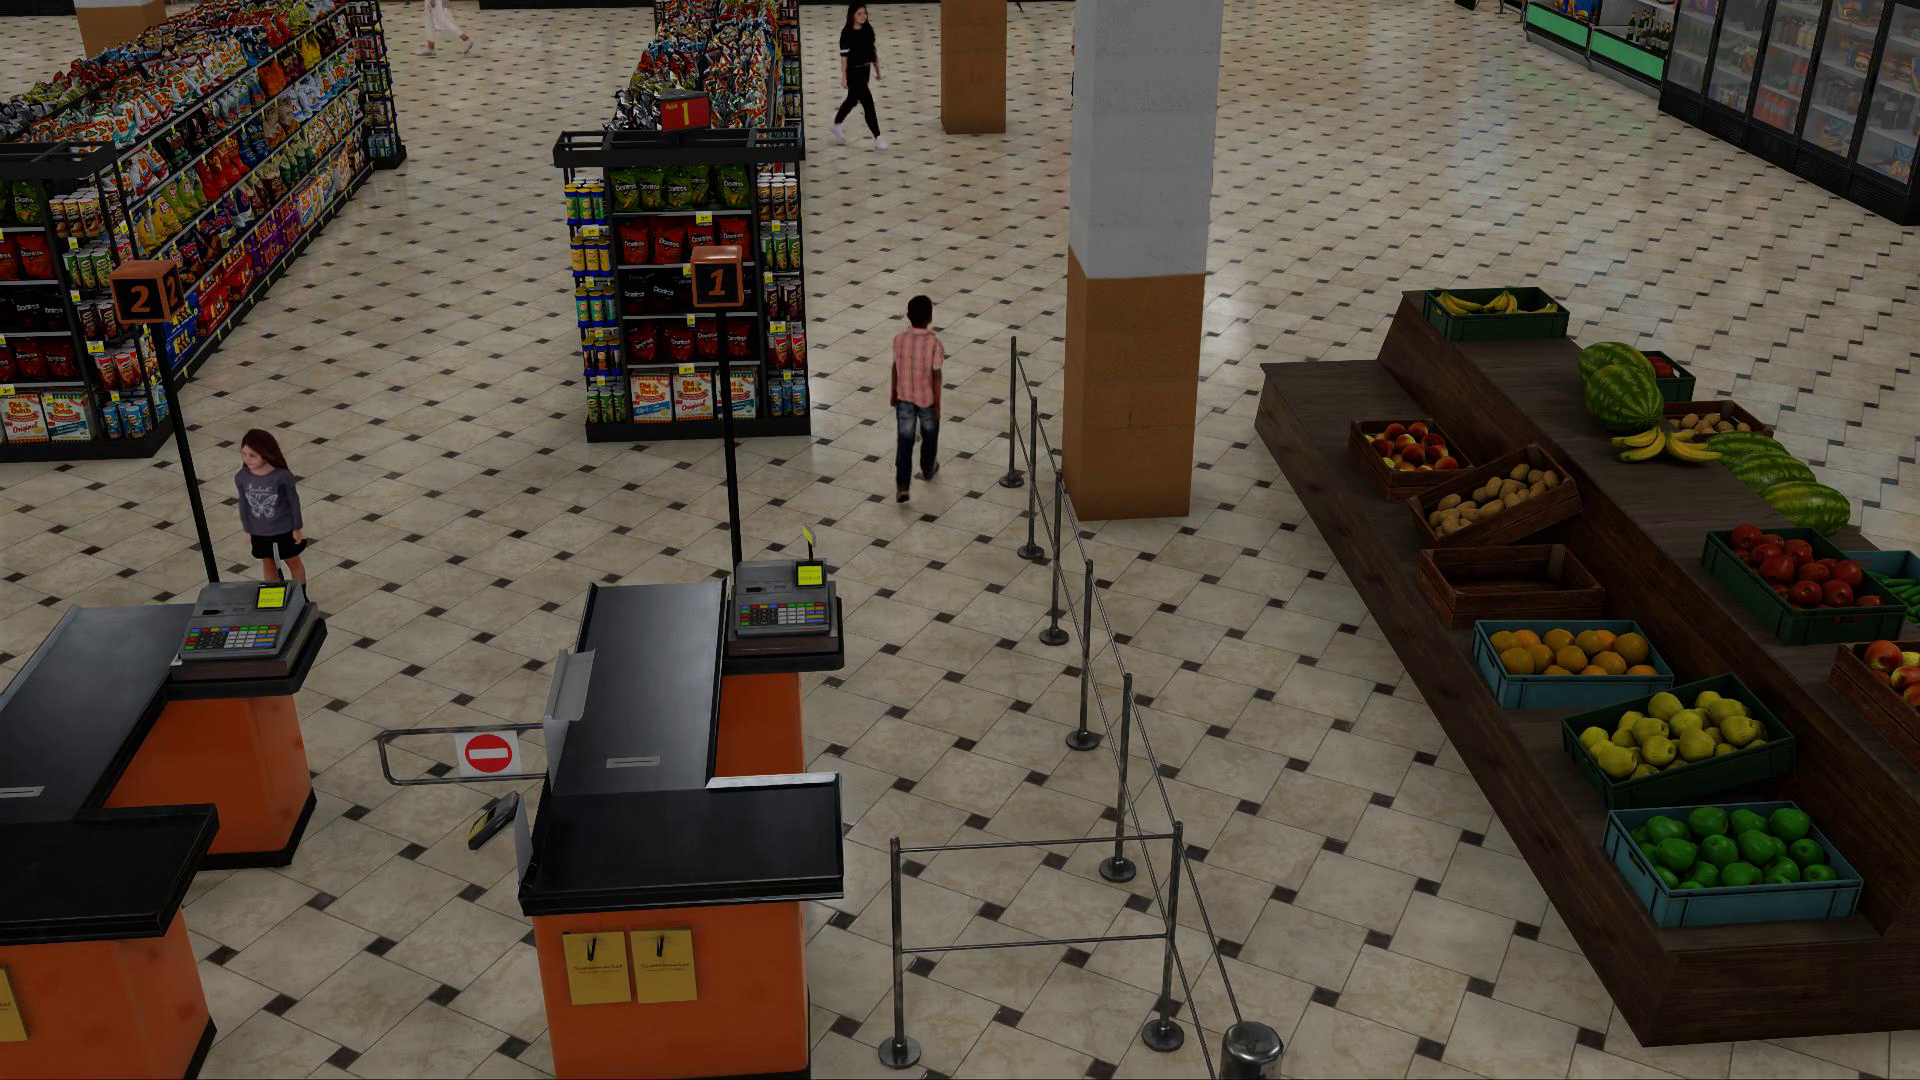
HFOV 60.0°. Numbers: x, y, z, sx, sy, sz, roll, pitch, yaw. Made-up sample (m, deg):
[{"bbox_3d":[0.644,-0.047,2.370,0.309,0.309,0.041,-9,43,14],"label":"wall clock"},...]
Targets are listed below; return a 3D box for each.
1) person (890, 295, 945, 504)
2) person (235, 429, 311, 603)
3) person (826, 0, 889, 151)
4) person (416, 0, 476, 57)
[{"bbox_3d":[-0.283,-0.861,10.301,0.685,1.294,0.982,4,27,8],"label":"person"},{"bbox_3d":[-3.720,-0.101,9.010,0.467,1.107,0.439,-1,27,-3],"label":"person"},{"bbox_3d":[-1.176,-5.126,18.384,1.207,1.591,1.102,21,34,35],"label":"person"},{"bbox_3d":[-7.216,-7.558,23.084,0.724,1.677,1.016,-5,27,-10],"label":"person"}]
